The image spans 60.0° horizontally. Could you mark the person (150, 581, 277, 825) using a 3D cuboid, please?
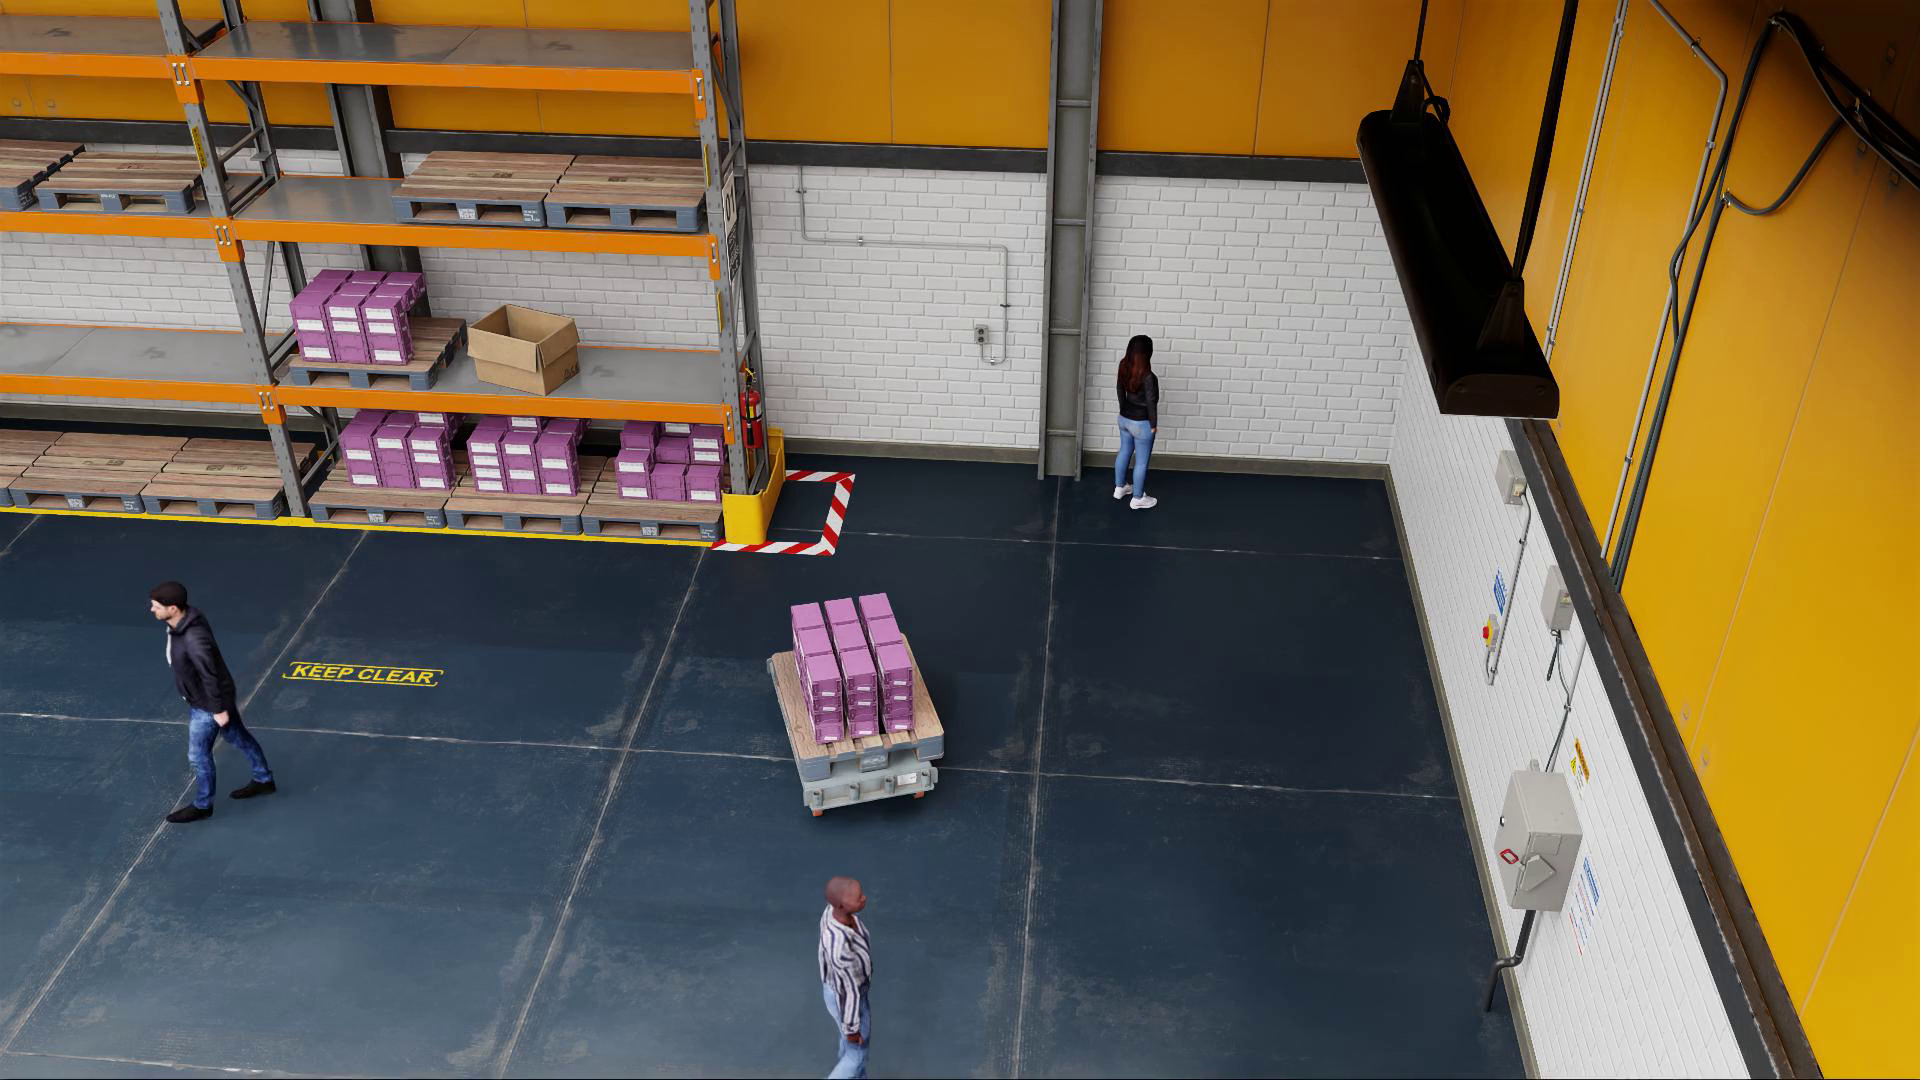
[{"bbox_3d":[-4.945,1.030,11.190,1.092,1.869,0.972,-15,37,-21],"label":"person"}]

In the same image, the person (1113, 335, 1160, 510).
[{"bbox_3d":[1.546,-1.047,14.527,0.763,1.634,0.722,-21,39,-28],"label":"person"}]

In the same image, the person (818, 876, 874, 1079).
[{"bbox_3d":[-0.648,2.499,9.047,0.730,1.794,0.708,-4,34,-6],"label":"person"}]
